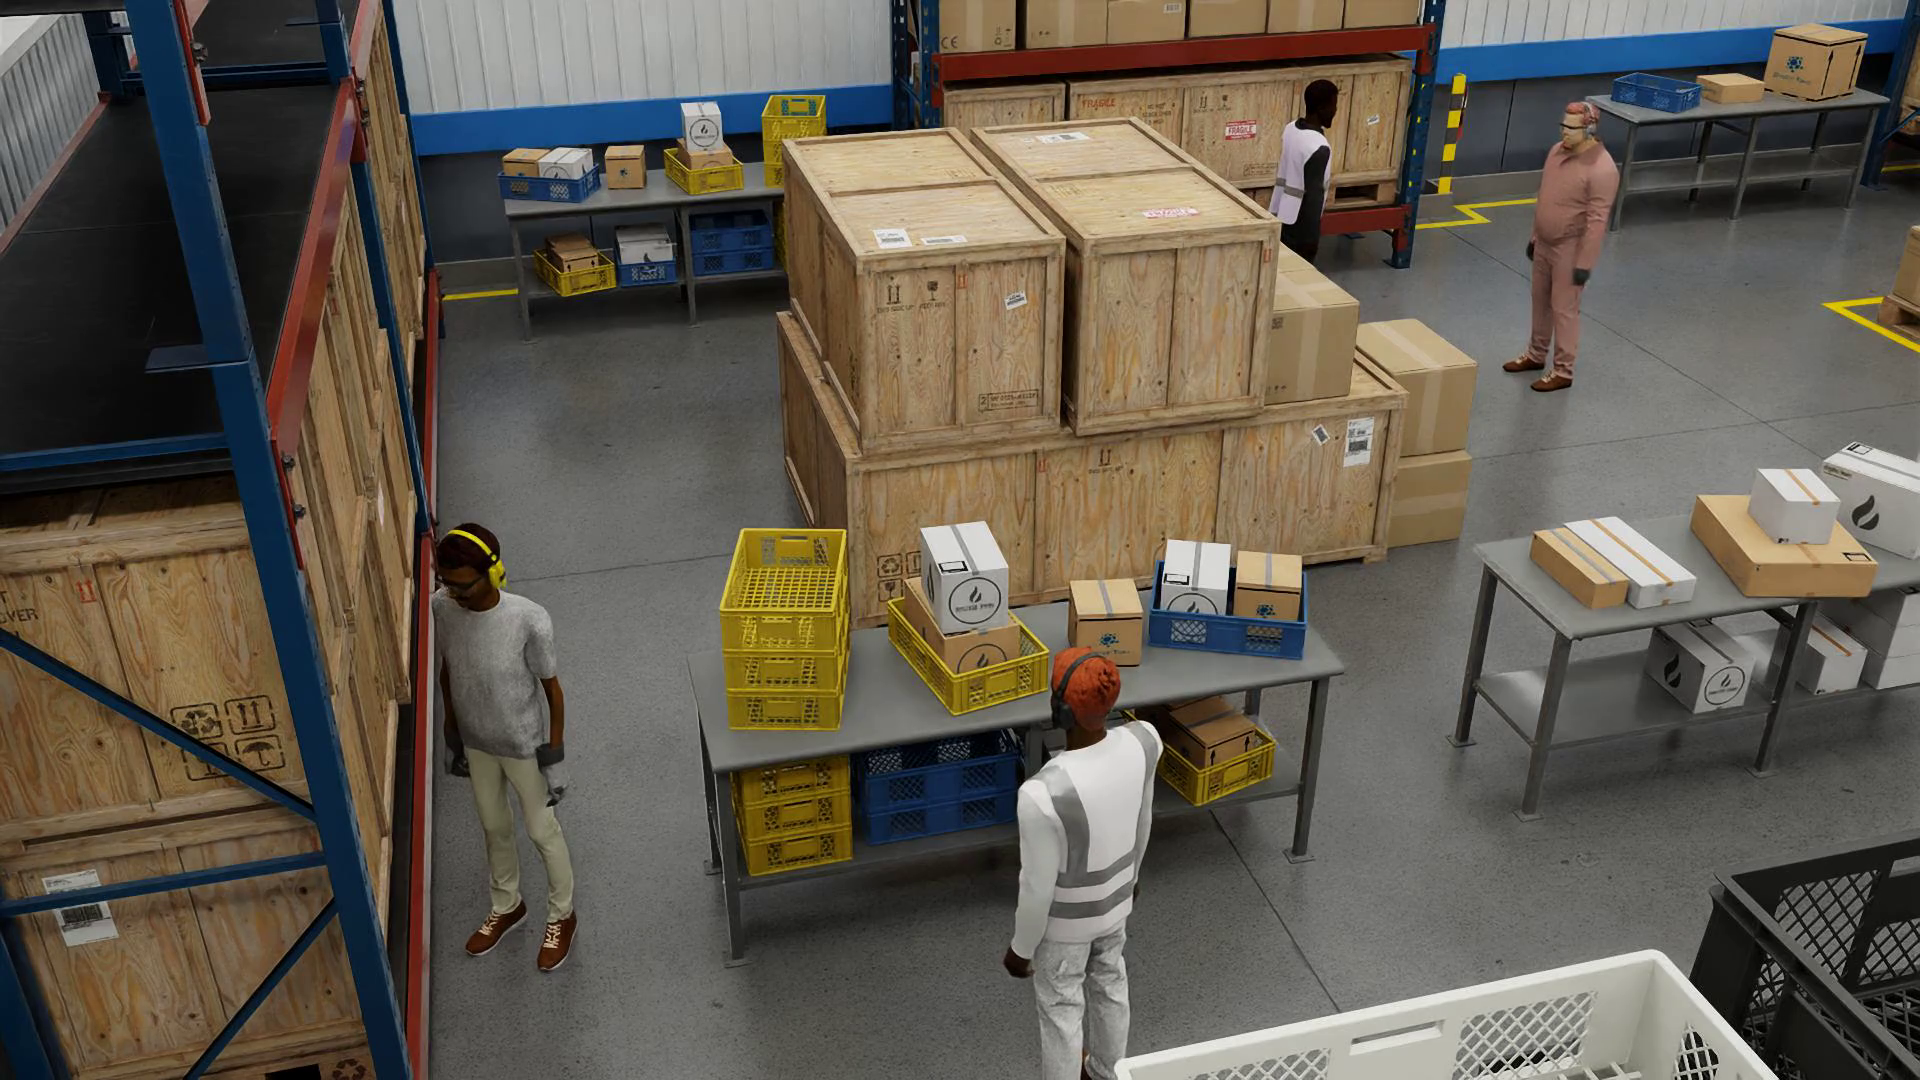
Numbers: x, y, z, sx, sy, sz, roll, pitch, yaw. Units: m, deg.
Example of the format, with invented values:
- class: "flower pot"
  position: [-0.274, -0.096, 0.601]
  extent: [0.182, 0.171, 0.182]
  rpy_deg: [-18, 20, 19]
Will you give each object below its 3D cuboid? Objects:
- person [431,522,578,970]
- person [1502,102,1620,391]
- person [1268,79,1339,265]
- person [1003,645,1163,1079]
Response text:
- class: "person"
  position: [-1.666, 0.762, 6.066]
  extent: [0.519, 1.865, 0.328]
  rpy_deg: [9, 30, 16]
- class: "person"
  position: [3.939, -1.924, 10.912]
  extent: [0.395, 1.899, 0.657]
  rpy_deg: [-7, 30, -12]
- class: "person"
  position: [2.326, -2.184, 11.371]
  extent: [0.396, 1.910, 0.578]
  rpy_deg: [-5, 29, -8]
- class: "person"
  position: [0.374, 1.162, 5.320]
  extent: [0.583, 1.882, 0.350]
  rpy_deg: [-25, 38, -38]
